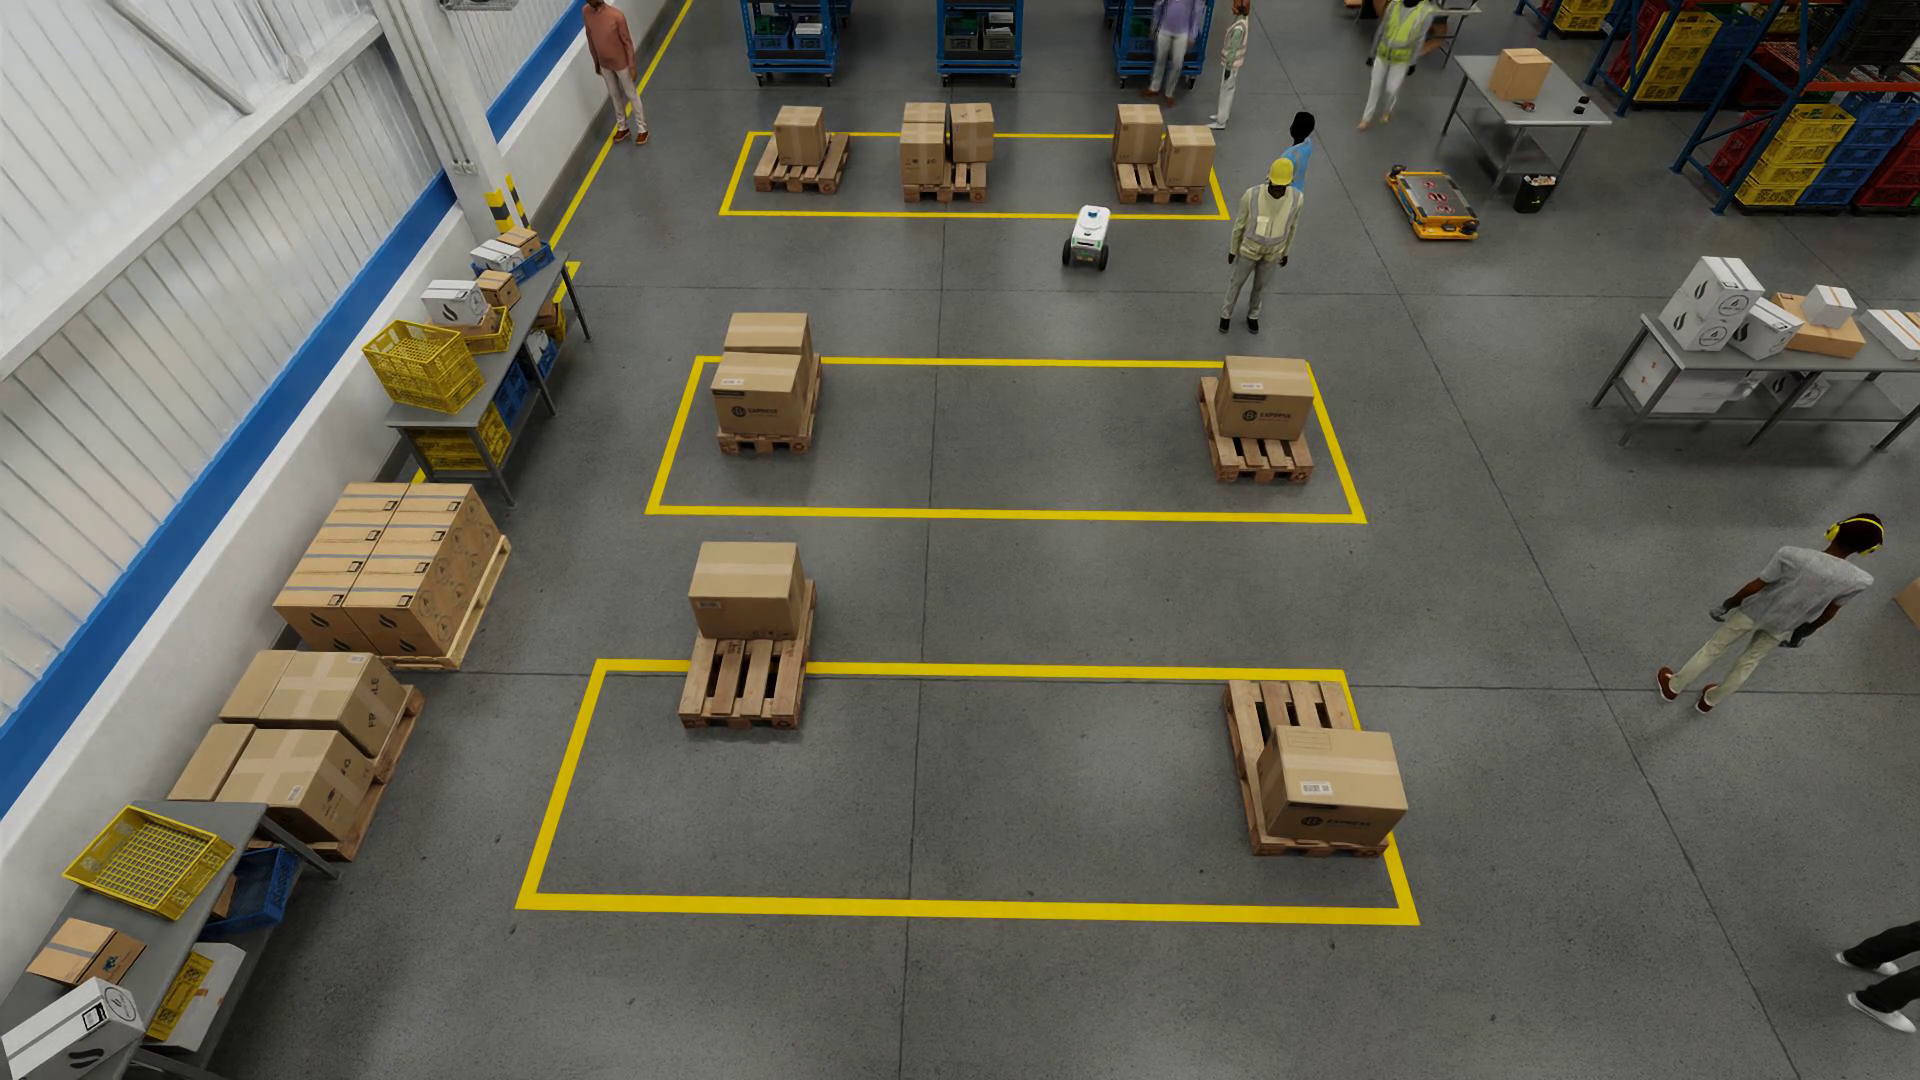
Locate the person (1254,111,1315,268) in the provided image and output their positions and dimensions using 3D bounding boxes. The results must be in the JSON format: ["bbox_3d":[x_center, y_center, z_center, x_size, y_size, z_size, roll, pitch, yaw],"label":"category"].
[{"bbox_3d":[3.465,-3.707,9.785,0.320,1.698,0.531,28,55,22],"label":"person"}]

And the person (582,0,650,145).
[{"bbox_3d":[-4.397,-6.049,11.625,0.608,1.986,0.391,13,50,11],"label":"person"}]

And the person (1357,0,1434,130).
[{"bbox_3d":[5.636,-6.295,11.937,0.654,1.832,0.437,34,57,26],"label":"person"}]

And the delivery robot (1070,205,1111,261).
[{"bbox_3d":[1.469,-3.478,10.279,0.477,0.478,0.707,12,50,10],"label":"delivery robot"}]

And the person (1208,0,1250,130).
[{"bbox_3d":[3.561,-6.264,12.046,0.312,1.633,0.518,15,51,12],"label":"person"}]

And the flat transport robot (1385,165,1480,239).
[{"bbox_3d":[5.692,-4.094,11.059,0.652,0.197,1.431,1,49,1],"label":"flat transport robot"}]

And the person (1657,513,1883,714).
[{"bbox_3d":[5.299,0.507,6.027,0.535,1.868,0.309,24,53,19],"label":"person"}]

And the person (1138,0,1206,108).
[{"bbox_3d":[2.878,-6.896,12.415,0.763,1.903,0.360,23,53,19],"label":"person"}]

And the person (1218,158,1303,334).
[{"bbox_3d":[2.935,-2.842,8.949,0.603,1.830,0.404,3,49,3],"label":"person"}]

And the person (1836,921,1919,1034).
[{"bbox_3d":[5.348,2.007,4.698,0.373,1.914,0.596,17,51,14],"label":"person"}]
